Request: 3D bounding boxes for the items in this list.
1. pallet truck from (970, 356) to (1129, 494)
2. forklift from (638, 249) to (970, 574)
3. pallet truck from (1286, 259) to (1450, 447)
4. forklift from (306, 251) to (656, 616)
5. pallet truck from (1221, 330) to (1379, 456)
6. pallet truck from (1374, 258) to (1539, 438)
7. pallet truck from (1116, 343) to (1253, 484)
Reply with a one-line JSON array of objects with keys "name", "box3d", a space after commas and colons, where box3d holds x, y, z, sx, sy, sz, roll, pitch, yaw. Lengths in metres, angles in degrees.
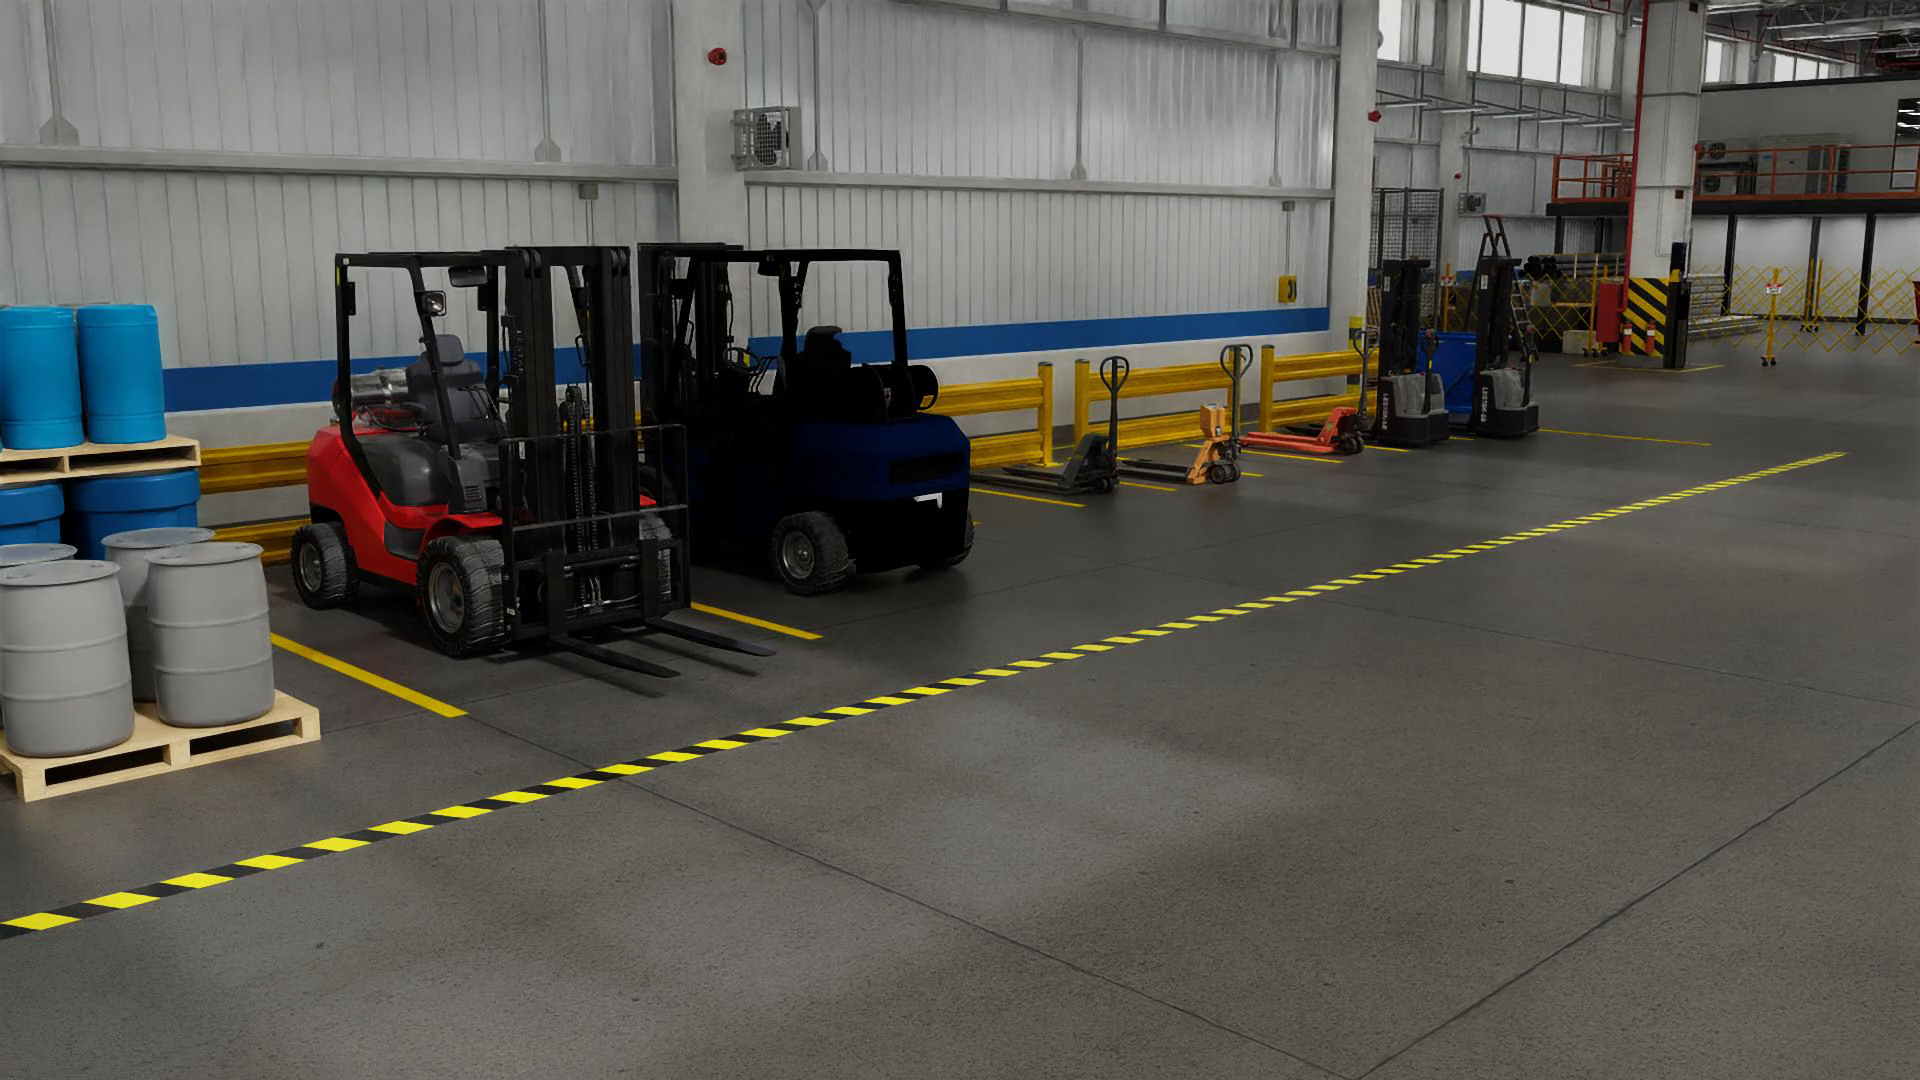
[{"name": "pallet truck", "box3d": [0.784, -1.085, 14.876, 0.680, 1.201, 1.601, -10, 14, -44]}, {"name": "forklift", "box3d": [-1.173, -0.958, 11.239, 2.680, 1.987, 1.157, 10, 14, 43]}, {"name": "pallet truck", "box3d": [4.493, -2.078, 18.196, 0.823, 1.965, 1.885, -9, 14, -40]}, {"name": "forklift", "box3d": [-2.833, -0.669, 9.694, 1.157, 1.987, 2.680, -10, 14, -44]}, {"name": "pallet truck", "box3d": [3.563, -1.581, 17.381, 0.653, 1.274, 1.630, -10, 14, -44]}, {"name": "pallet truck", "box3d": [5.704, -2.208, 18.901, 1.885, 1.965, 0.823, 10, 14, 43]}, {"name": "pallet truck", "box3d": [1.962, -1.215, 15.415, 1.522, 1.261, 0.704, 10, 14, 43]}]
